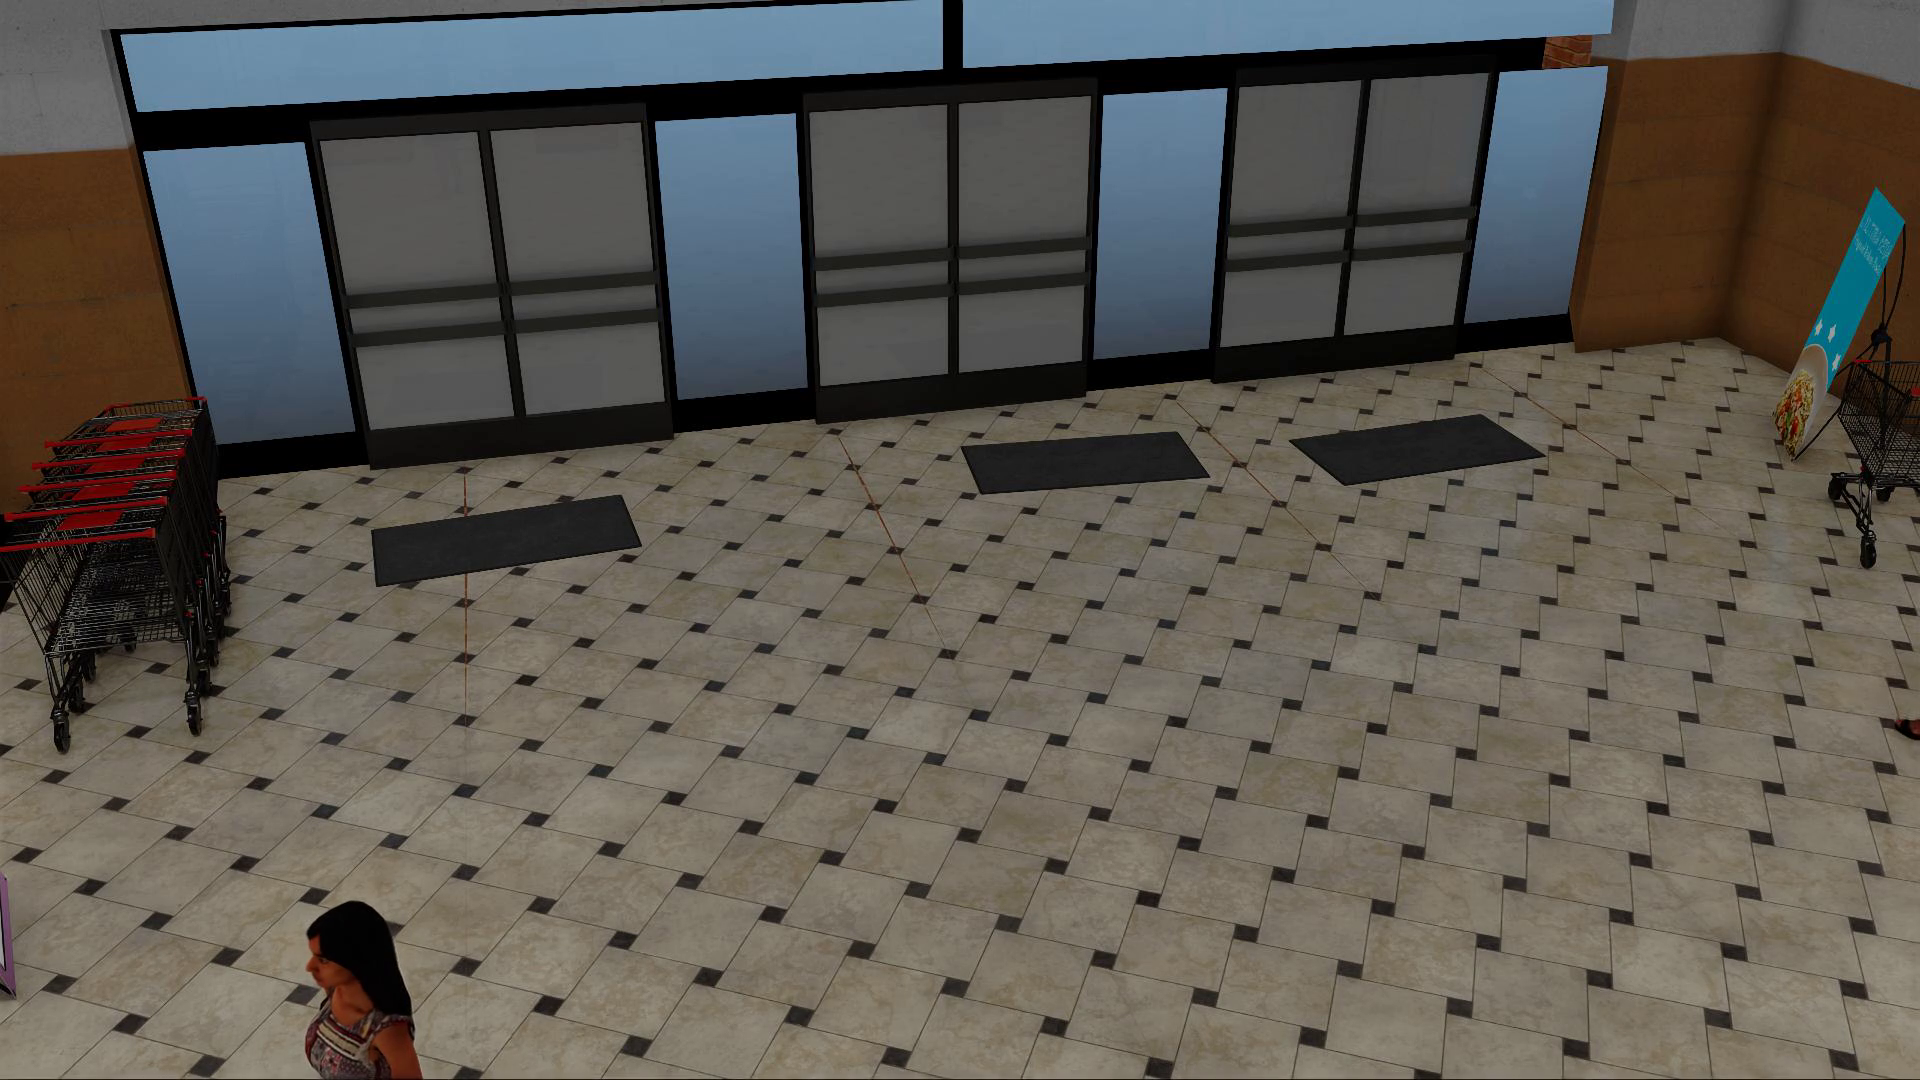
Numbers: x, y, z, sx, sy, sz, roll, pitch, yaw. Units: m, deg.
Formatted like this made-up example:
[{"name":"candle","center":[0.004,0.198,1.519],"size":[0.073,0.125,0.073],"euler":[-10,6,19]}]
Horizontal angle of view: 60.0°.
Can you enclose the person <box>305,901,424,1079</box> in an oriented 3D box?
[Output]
[{"name":"person","center":[-1.674,1.729,4.879],"size":[0.666,1.645,0.785],"euler":[22,34,37]}]
